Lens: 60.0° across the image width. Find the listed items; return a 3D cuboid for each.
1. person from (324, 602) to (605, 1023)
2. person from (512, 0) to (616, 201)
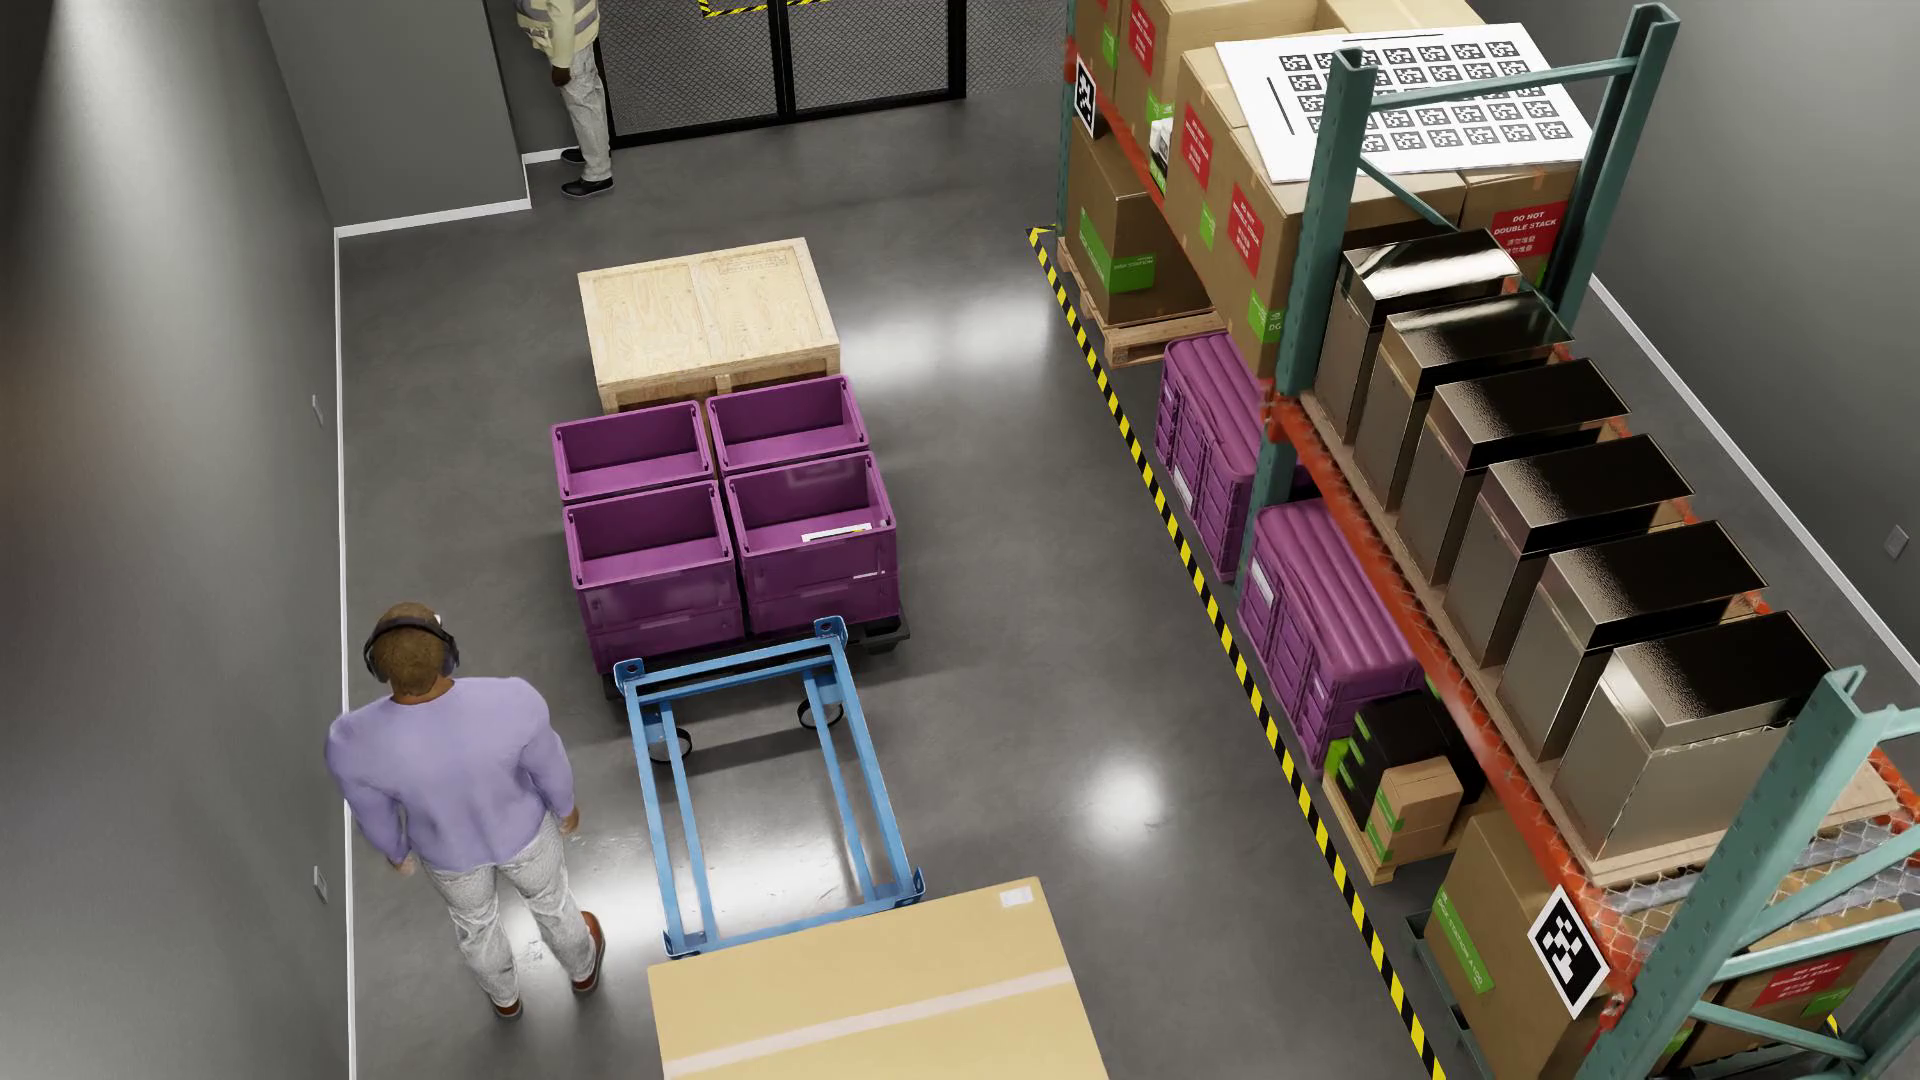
[{"bbox_3d":[-1.470,0.874,5.083,0.627,1.941,0.373,-12,49,-11],"label":"person"},{"bbox_3d":[-1.995,-2.554,8.302,0.404,1.834,0.591,-4,48,-4],"label":"person"}]
